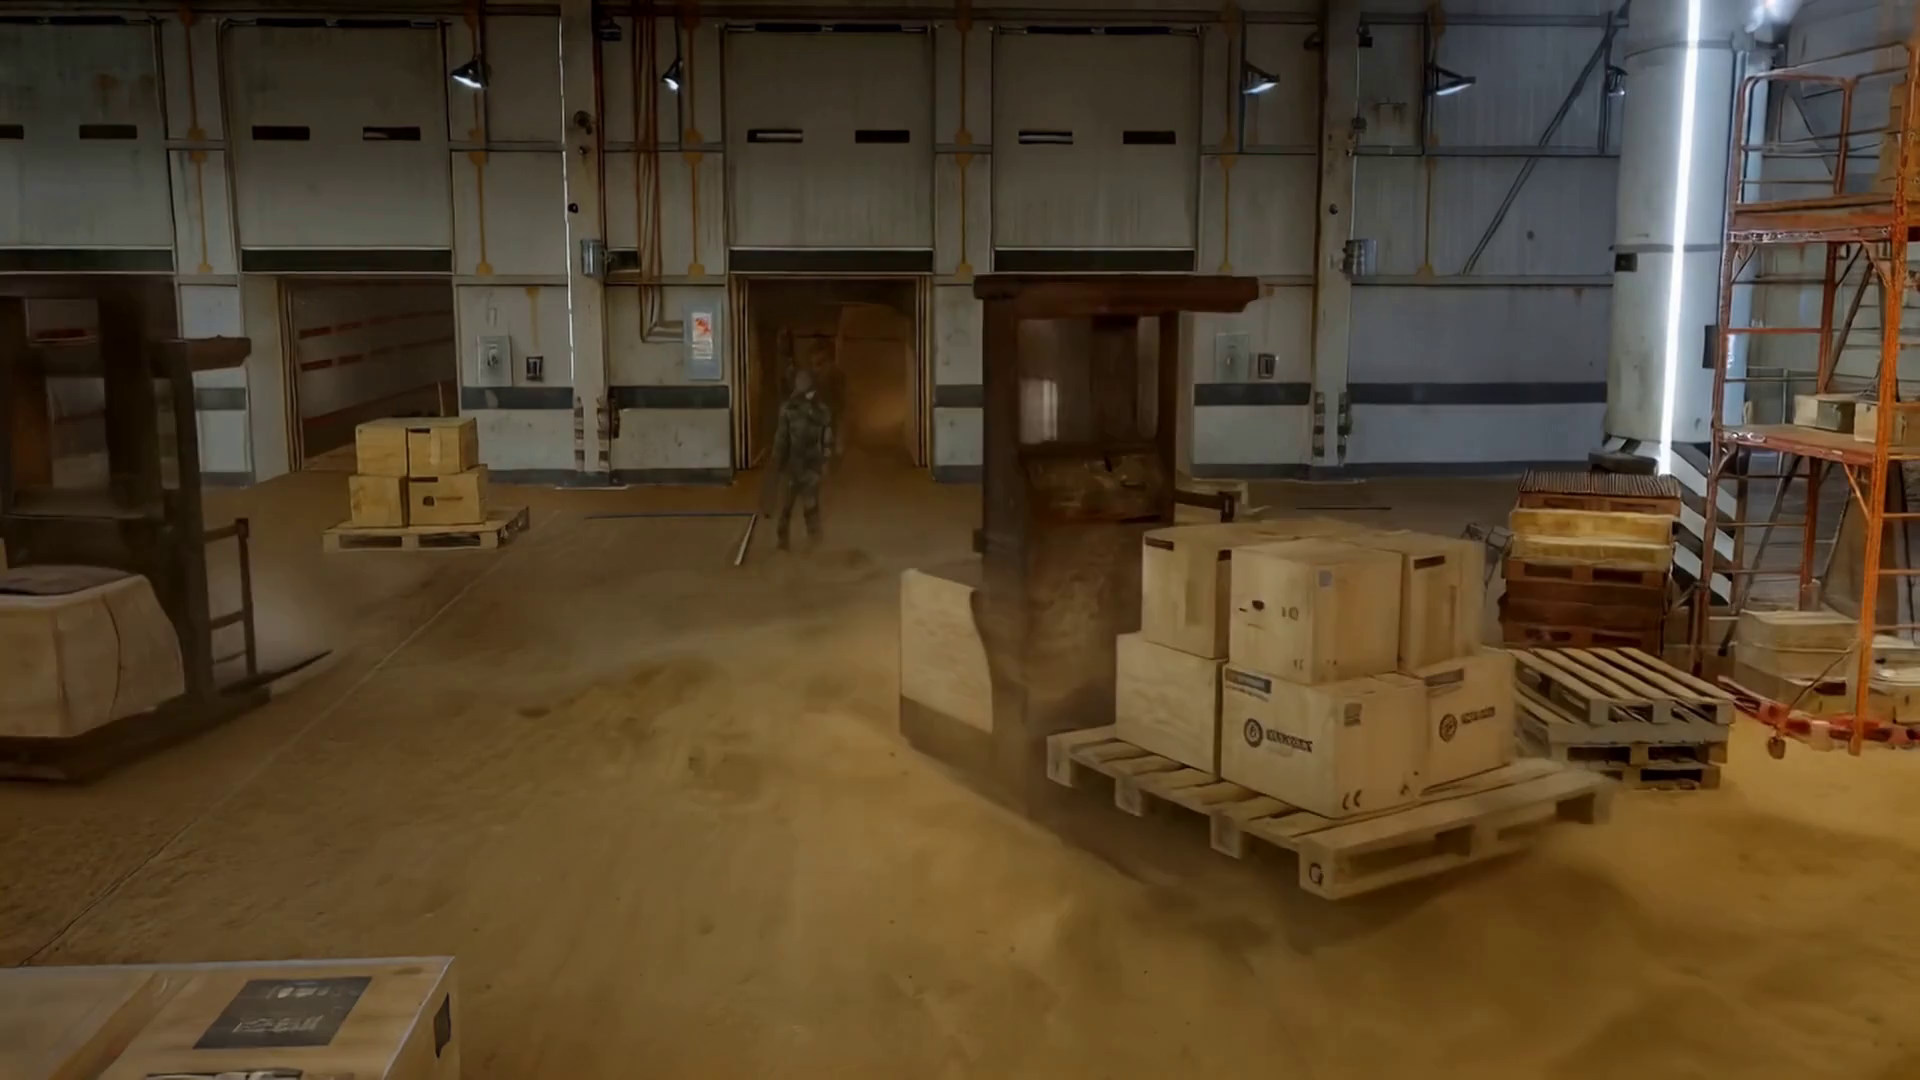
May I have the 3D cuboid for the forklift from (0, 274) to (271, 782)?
[{"bbox_3d":[-5.187,-0.167,9.797,1.129,2.768,1.873,1,9,9],"label":"forklift"}]

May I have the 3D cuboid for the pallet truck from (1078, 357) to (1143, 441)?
[{"bbox_3d":[2.088,-0.836,16.757,1.885,1.965,0.823,2,9,13],"label":"pallet truck"}]

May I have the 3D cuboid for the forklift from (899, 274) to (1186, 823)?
[{"bbox_3d":[0.538,-0.090,9.312,1.129,2.768,1.873,-6,11,-32],"label":"forklift"}]
